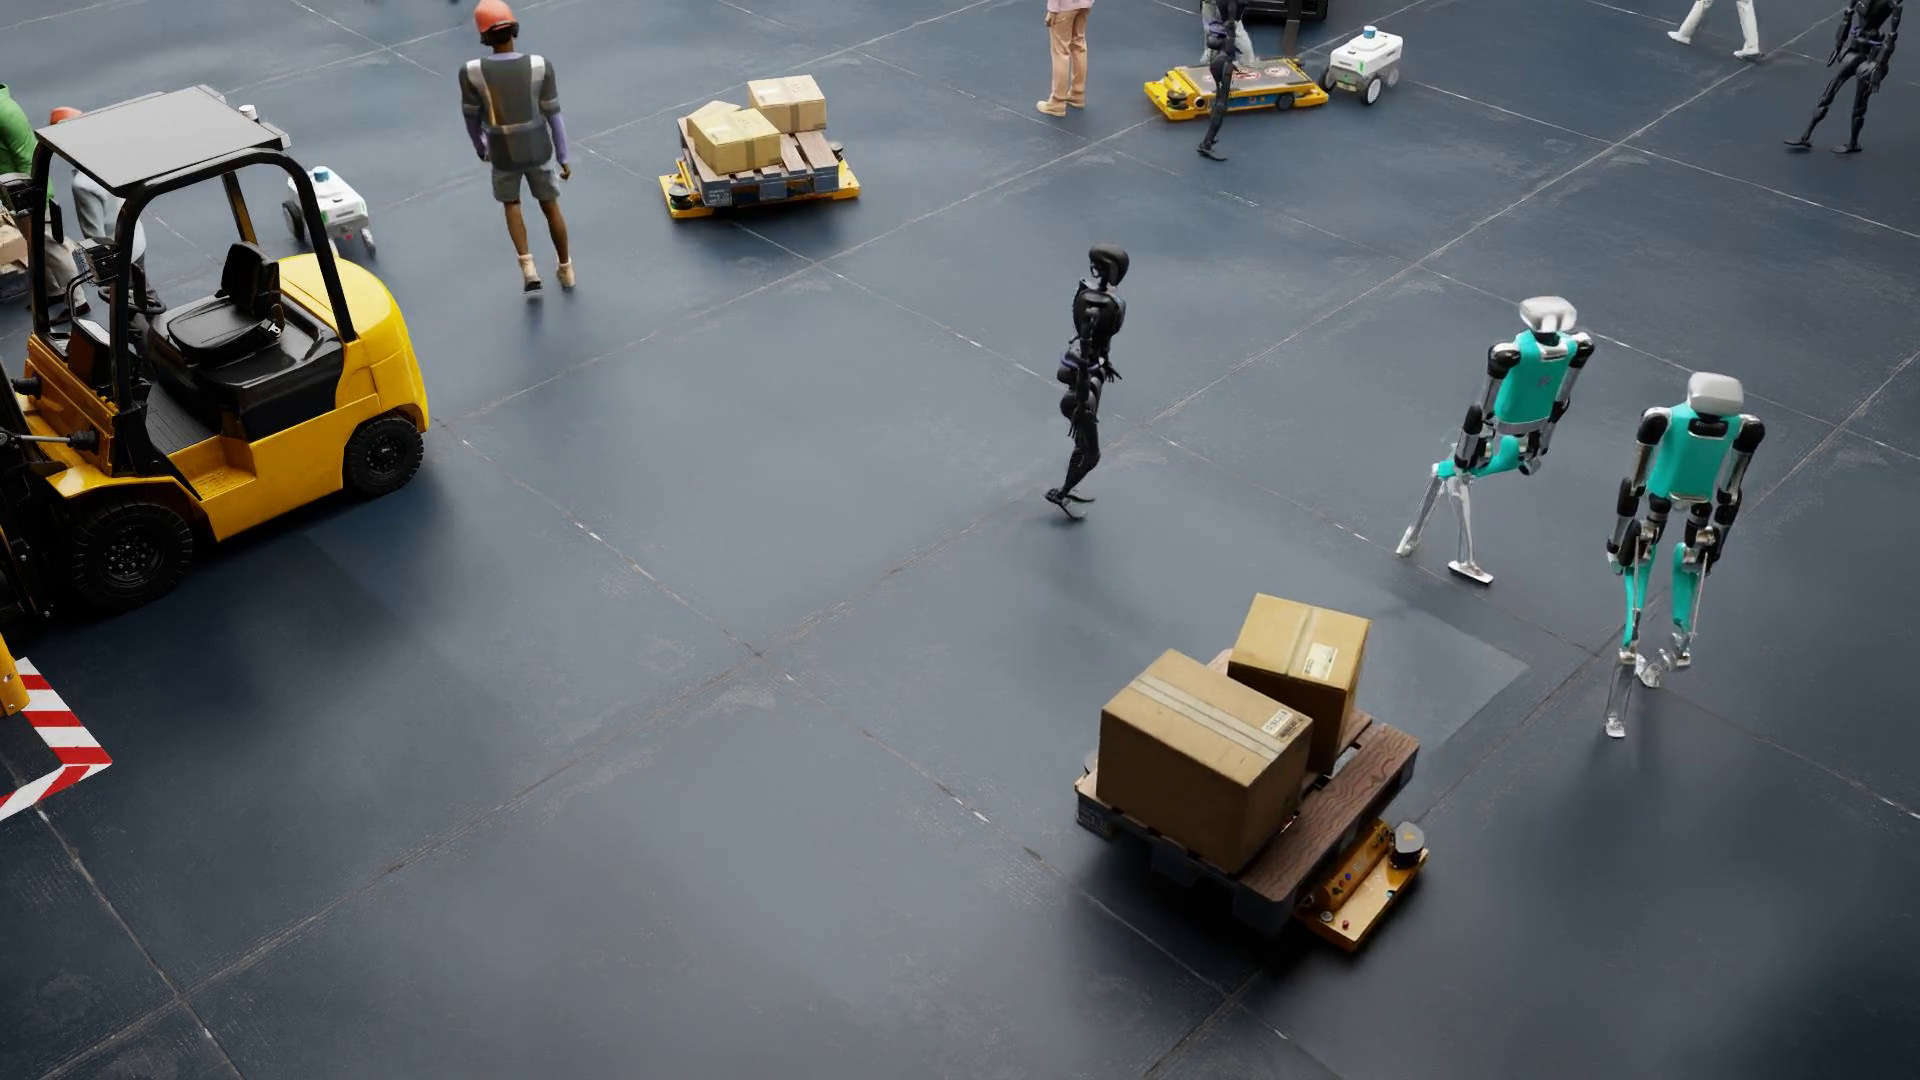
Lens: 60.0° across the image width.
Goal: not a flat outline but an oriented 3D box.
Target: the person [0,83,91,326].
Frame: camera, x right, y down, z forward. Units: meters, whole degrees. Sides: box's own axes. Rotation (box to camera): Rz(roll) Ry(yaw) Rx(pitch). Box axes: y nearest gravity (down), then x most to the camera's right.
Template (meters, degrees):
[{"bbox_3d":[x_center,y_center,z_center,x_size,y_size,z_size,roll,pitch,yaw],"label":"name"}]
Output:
[{"bbox_3d":[-6.074,-2.256,10.754,0.538,1.781,0.384,30,46,33],"label":"person"}]

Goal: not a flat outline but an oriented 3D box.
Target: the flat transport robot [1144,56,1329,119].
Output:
[{"bbox_3d":[2.350,-3.843,14.141,1.431,0.231,0.659,-9,38,-12],"label":"flat transport robot"}]

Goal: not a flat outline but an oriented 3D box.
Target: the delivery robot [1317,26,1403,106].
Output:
[{"bbox_3d":[3.452,-4.071,14.220,0.499,0.609,0.805,28,45,32],"label":"delivery robot"}]

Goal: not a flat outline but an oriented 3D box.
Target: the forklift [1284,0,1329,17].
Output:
[{"bbox_3d":[3.106,-6.400,15.960,1.214,2.155,2.313,8,37,10],"label":"forklift"}]

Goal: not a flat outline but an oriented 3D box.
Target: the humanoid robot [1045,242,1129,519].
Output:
[{"bbox_3d":[0.699,-0.877,9.005,0.349,1.642,0.612,10,38,14],"label":"humanoid robot"}]

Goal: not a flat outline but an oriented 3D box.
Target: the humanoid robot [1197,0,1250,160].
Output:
[{"bbox_3d":[2.068,-3.821,12.944,0.308,1.641,0.610,4,37,5],"label":"humanoid robot"}]

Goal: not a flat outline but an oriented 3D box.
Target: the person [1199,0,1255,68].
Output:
[{"bbox_3d":[2.298,-4.722,13.972,0.736,1.897,0.642,11,38,15],"label":"person"}]

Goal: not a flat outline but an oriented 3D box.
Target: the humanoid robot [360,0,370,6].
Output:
[{"bbox_3d":[-5.708,-5.999,15.840,0.749,1.833,0.542,-28,45,-32],"label":"humanoid robot"}]

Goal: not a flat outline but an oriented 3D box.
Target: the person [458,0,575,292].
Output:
[{"bbox_3d":[-2.891,-2.542,10.939,0.622,2.015,0.520,-12,38,-15],"label":"person"}]

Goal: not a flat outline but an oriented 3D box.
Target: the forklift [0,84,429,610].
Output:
[{"bbox_3d":[-4.145,-1.093,8.856,2.313,2.155,1.214,-31,47,-34],"label":"forklift"}]

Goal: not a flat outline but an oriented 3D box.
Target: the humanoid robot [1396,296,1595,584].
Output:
[{"bbox_3d":[2.666,-0.555,8.533,0.556,1.796,0.880,-10,38,-13],"label":"humanoid robot"}]

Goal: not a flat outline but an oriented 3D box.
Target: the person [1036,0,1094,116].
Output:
[{"bbox_3d":[0.912,-4.362,13.581,0.415,1.774,0.537,26,44,31],"label":"person"}]

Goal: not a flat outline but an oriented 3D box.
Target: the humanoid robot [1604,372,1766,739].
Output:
[{"bbox_3d":[3.262,0.155,7.579,0.538,1.772,0.843,4,37,5],"label":"humanoid robot"}]

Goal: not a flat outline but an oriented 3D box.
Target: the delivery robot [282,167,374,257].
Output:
[{"bbox_3d":[-4.548,-2.393,11.972,0.499,0.608,0.793,-25,43,-29],"label":"delivery robot"}]

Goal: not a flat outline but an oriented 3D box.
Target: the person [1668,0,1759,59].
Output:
[{"bbox_3d":[6.872,-5.094,14.703,0.522,1.595,0.864,-19,41,-23],"label":"person"}]

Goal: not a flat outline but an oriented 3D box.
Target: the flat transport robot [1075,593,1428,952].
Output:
[{"bbox_3d":[1.271,1.220,7.363,1.431,0.231,0.659,27,44,31],"label":"flat transport robot"}]

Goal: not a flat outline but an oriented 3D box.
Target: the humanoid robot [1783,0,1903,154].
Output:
[{"bbox_3d":[6.952,-3.751,12.857,0.626,1.637,0.589,-9,38,-12],"label":"humanoid robot"}]

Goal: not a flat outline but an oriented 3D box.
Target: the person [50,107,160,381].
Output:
[{"bbox_3d":[-5.188,-1.808,10.189,0.350,1.737,0.572,-2,37,-3],"label":"person"}]

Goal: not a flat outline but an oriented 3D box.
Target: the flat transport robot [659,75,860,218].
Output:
[{"bbox_3d":[-1.532,-2.740,12.664,1.431,0.231,0.659,-10,38,-13],"label":"flat transport robot"}]
